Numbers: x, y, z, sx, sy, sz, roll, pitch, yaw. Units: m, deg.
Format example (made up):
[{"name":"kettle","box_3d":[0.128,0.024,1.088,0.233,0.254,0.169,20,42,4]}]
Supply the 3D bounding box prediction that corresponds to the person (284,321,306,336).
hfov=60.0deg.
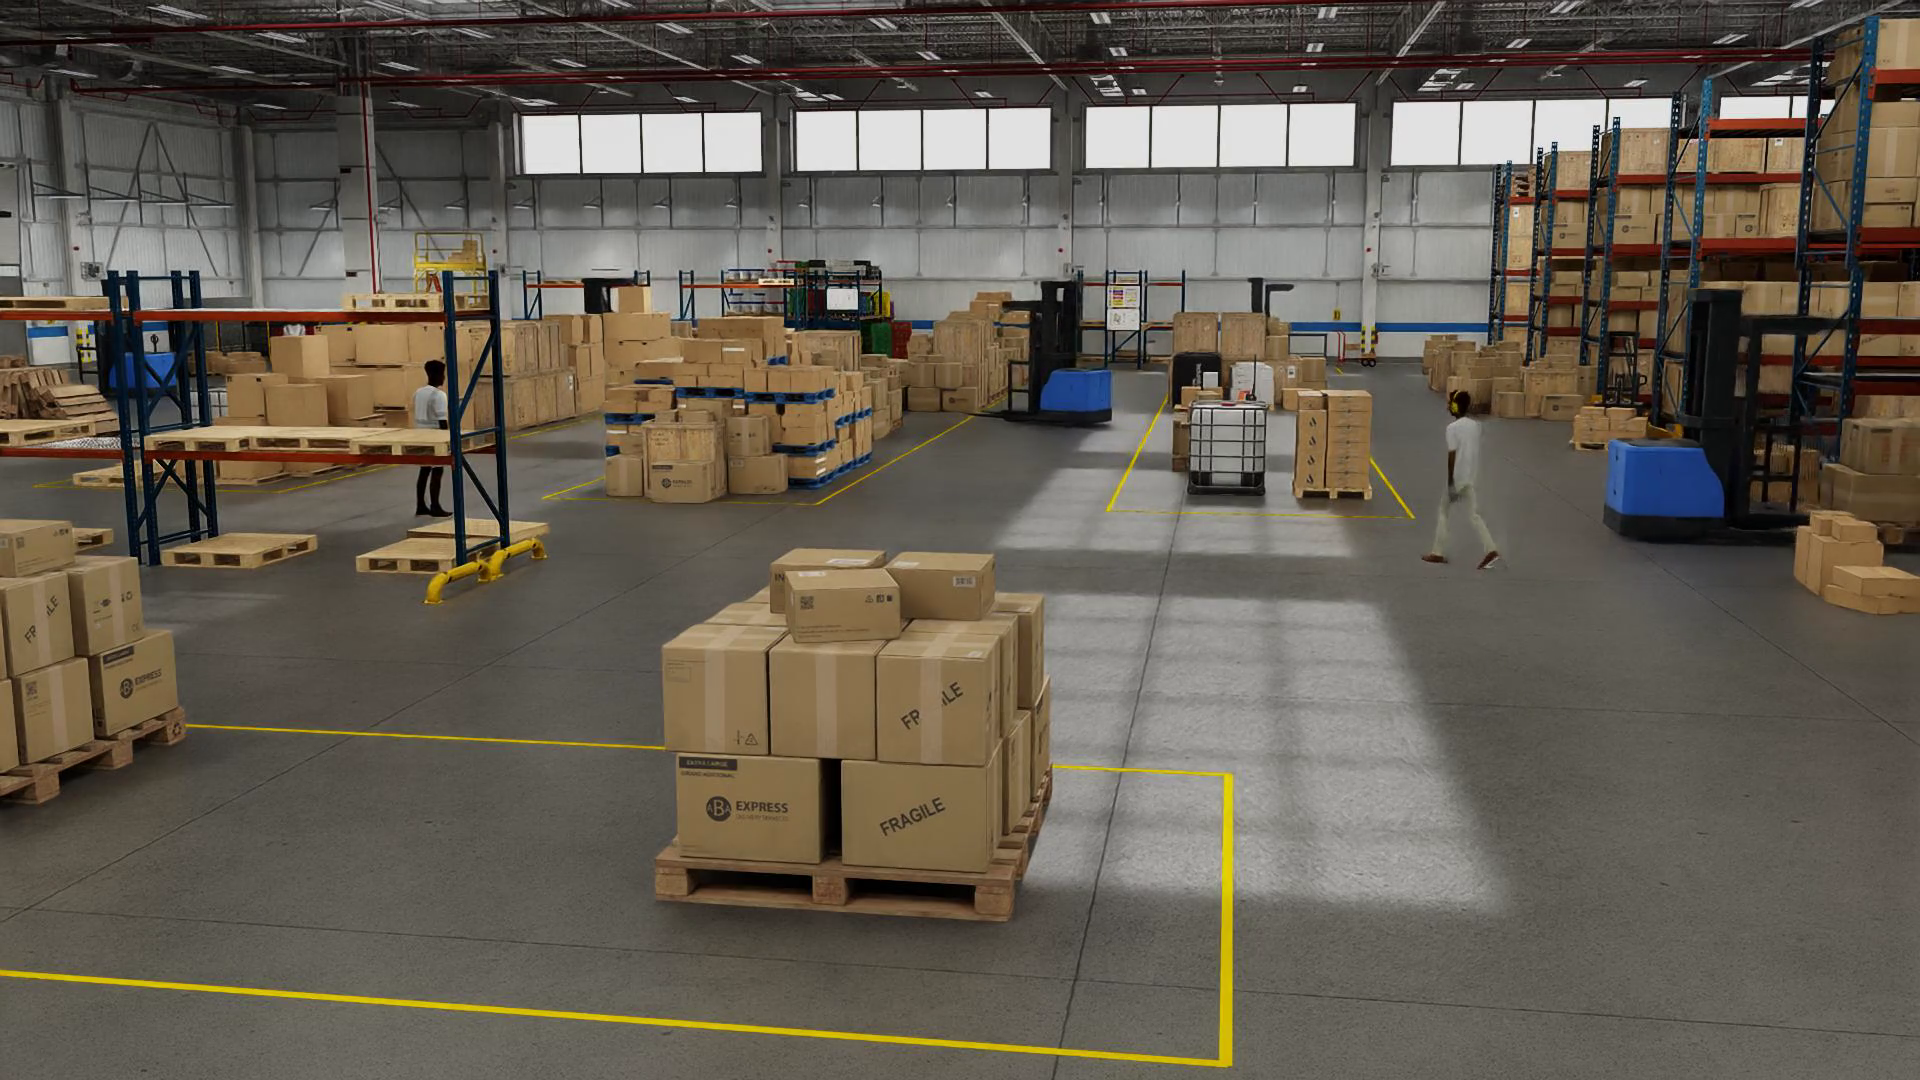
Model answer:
[{"name":"person","box_3d":[-18.272,-5.294,45.711,0.577,1.869,0.655,-4,10,-23]}]

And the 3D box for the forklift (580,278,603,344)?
[{"name":"forklift","box_3d":[-10.011,-5.756,45.415,1.873,2.768,1.129,0,9,1]}]

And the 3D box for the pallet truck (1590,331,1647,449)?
[{"name":"pallet truck","box_3d":[11.253,-2.573,28.499,0.823,1.965,1.885,5,10,27]}]

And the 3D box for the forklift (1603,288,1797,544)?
[{"name":"forklift","box_3d":[8.384,-1.425,18.700,1.873,2.768,1.129,1,9,9]}]

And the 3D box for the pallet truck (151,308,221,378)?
[{"name":"pallet truck","box_3d":[-21.869,-5.598,47.154,0.823,1.965,1.885,4,10,26]}]

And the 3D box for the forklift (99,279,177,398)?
[{"name":"forklift","box_3d":[-19.604,-4.721,39.029,1.873,2.768,1.129,1,9,9]}]

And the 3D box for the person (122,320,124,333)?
[{"name":"person","box_3d":[-25.919,-6.092,51.336,0.315,1.629,0.508,-1,9,-4]}]

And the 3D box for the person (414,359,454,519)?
[{"name":"person","box_3d":[-6.452,-1.234,20.403,0.621,1.953,0.394,8,12,40]}]

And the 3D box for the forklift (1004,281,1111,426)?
[{"name":"forklift","box_3d":[1.962,-3.708,32.780,1.873,2.768,1.129,6,11,34]}]

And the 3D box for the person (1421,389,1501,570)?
[{"name":"person","box_3d":[5.162,-0.616,16.953,0.520,1.836,0.913,-5,10,-27]}]

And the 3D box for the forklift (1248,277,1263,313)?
[{"name":"forklift","box_3d":[8.566,-6.215,48.244,1.873,2.768,1.129,1,9,9]}]
